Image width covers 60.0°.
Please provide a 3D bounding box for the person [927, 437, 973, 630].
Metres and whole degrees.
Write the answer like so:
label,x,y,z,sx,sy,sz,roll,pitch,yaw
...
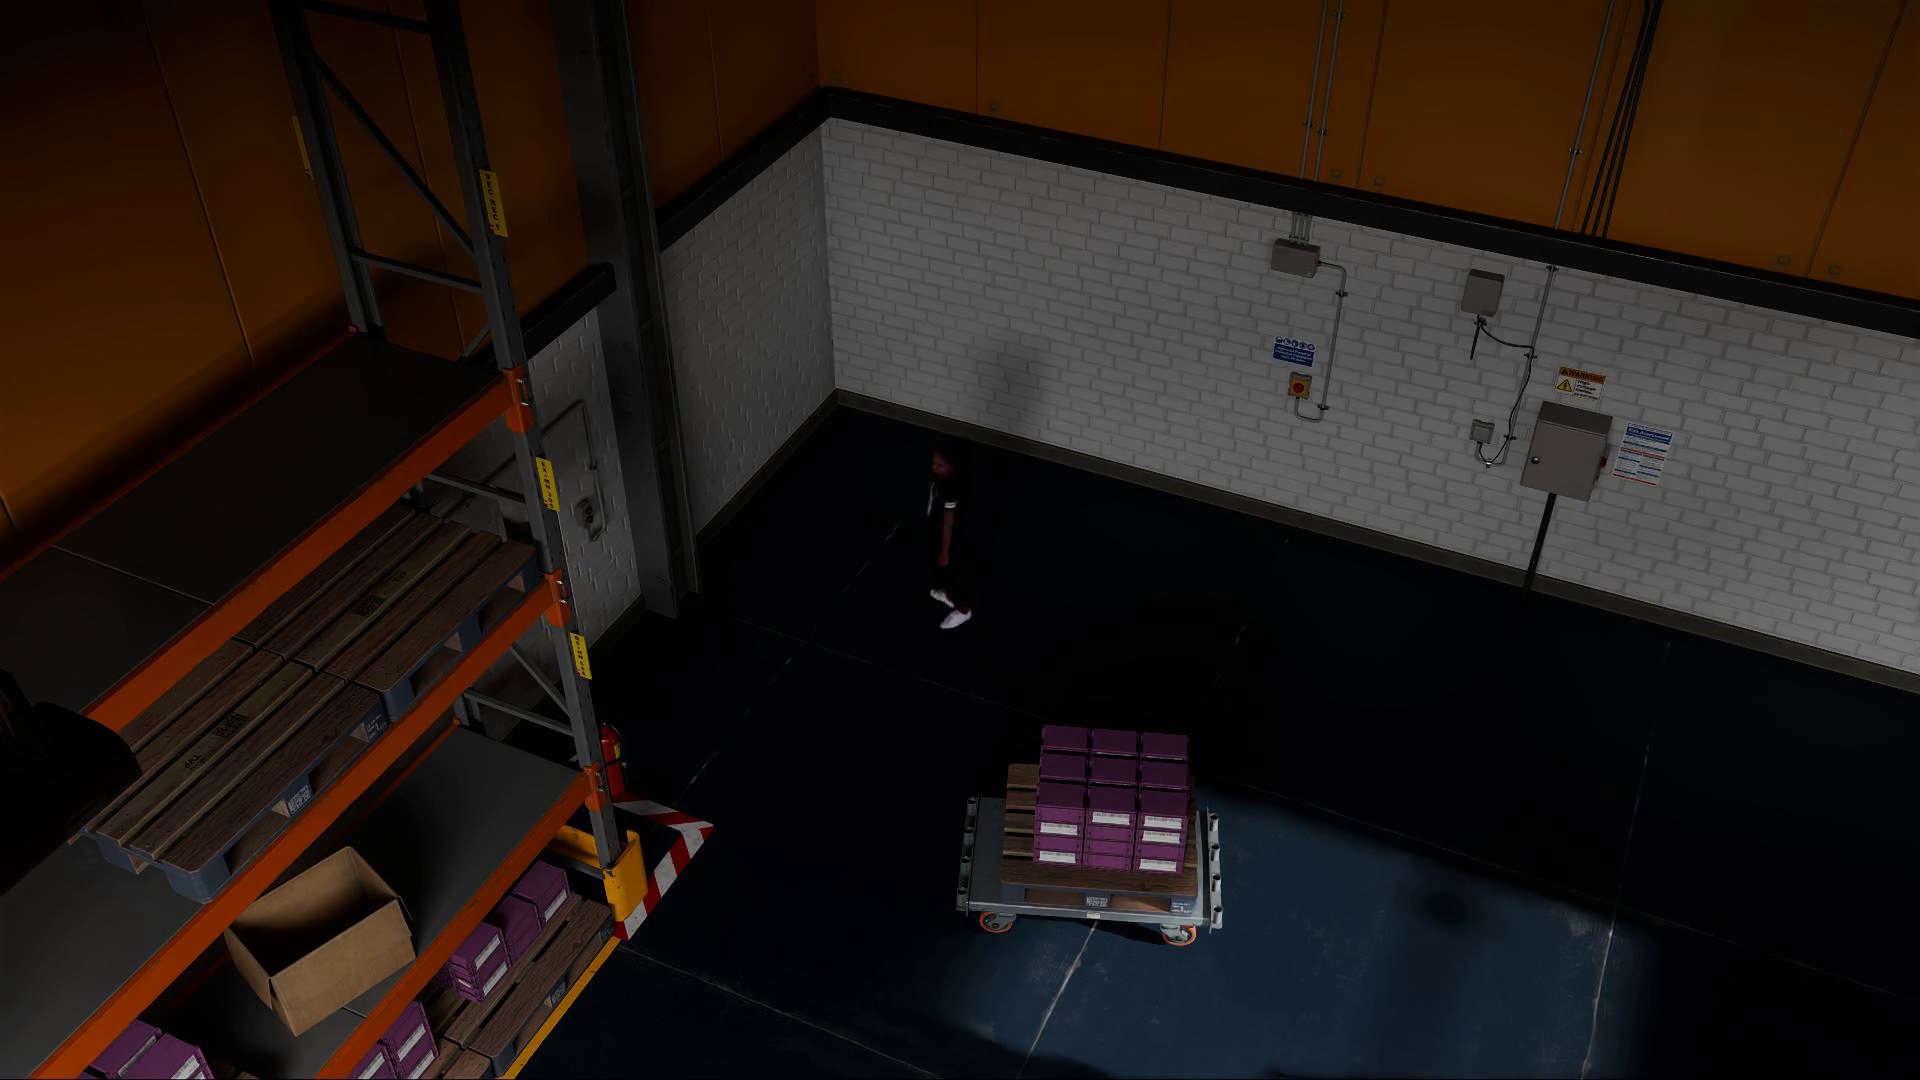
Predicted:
label,x,y,z,sx,sy,sz,roll,pitch,yaw
person,-0.089,-0.055,12.386,0.860,1.717,0.691,7,39,9
